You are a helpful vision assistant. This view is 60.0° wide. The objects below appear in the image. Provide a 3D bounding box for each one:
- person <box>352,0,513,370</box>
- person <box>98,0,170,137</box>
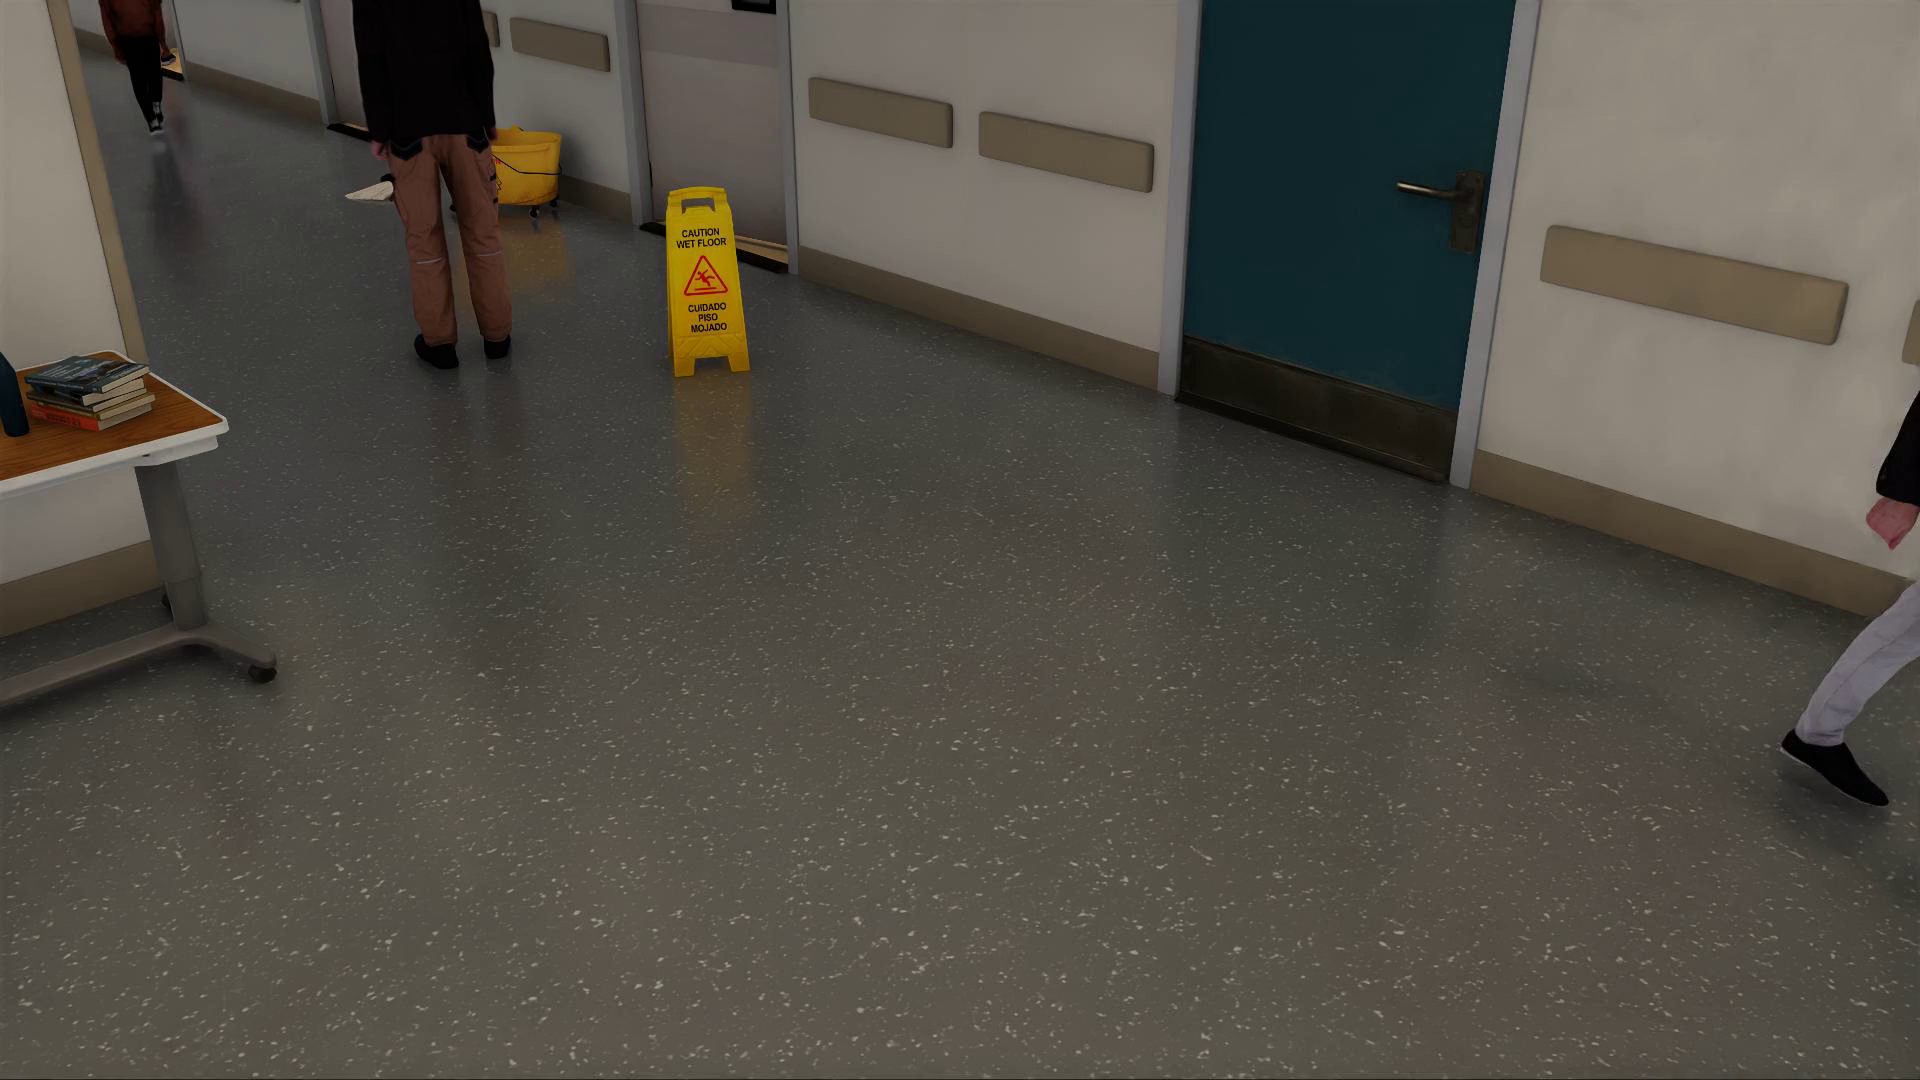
[{"bbox_3d":[-2.144,-1.657,6.780,0.757,1.922,0.704,-14,29,-26],"label":"person"},{"bbox_3d":[-5.476,-3.354,11.086,0.630,1.239,0.931,-16,30,-30],"label":"person"}]
